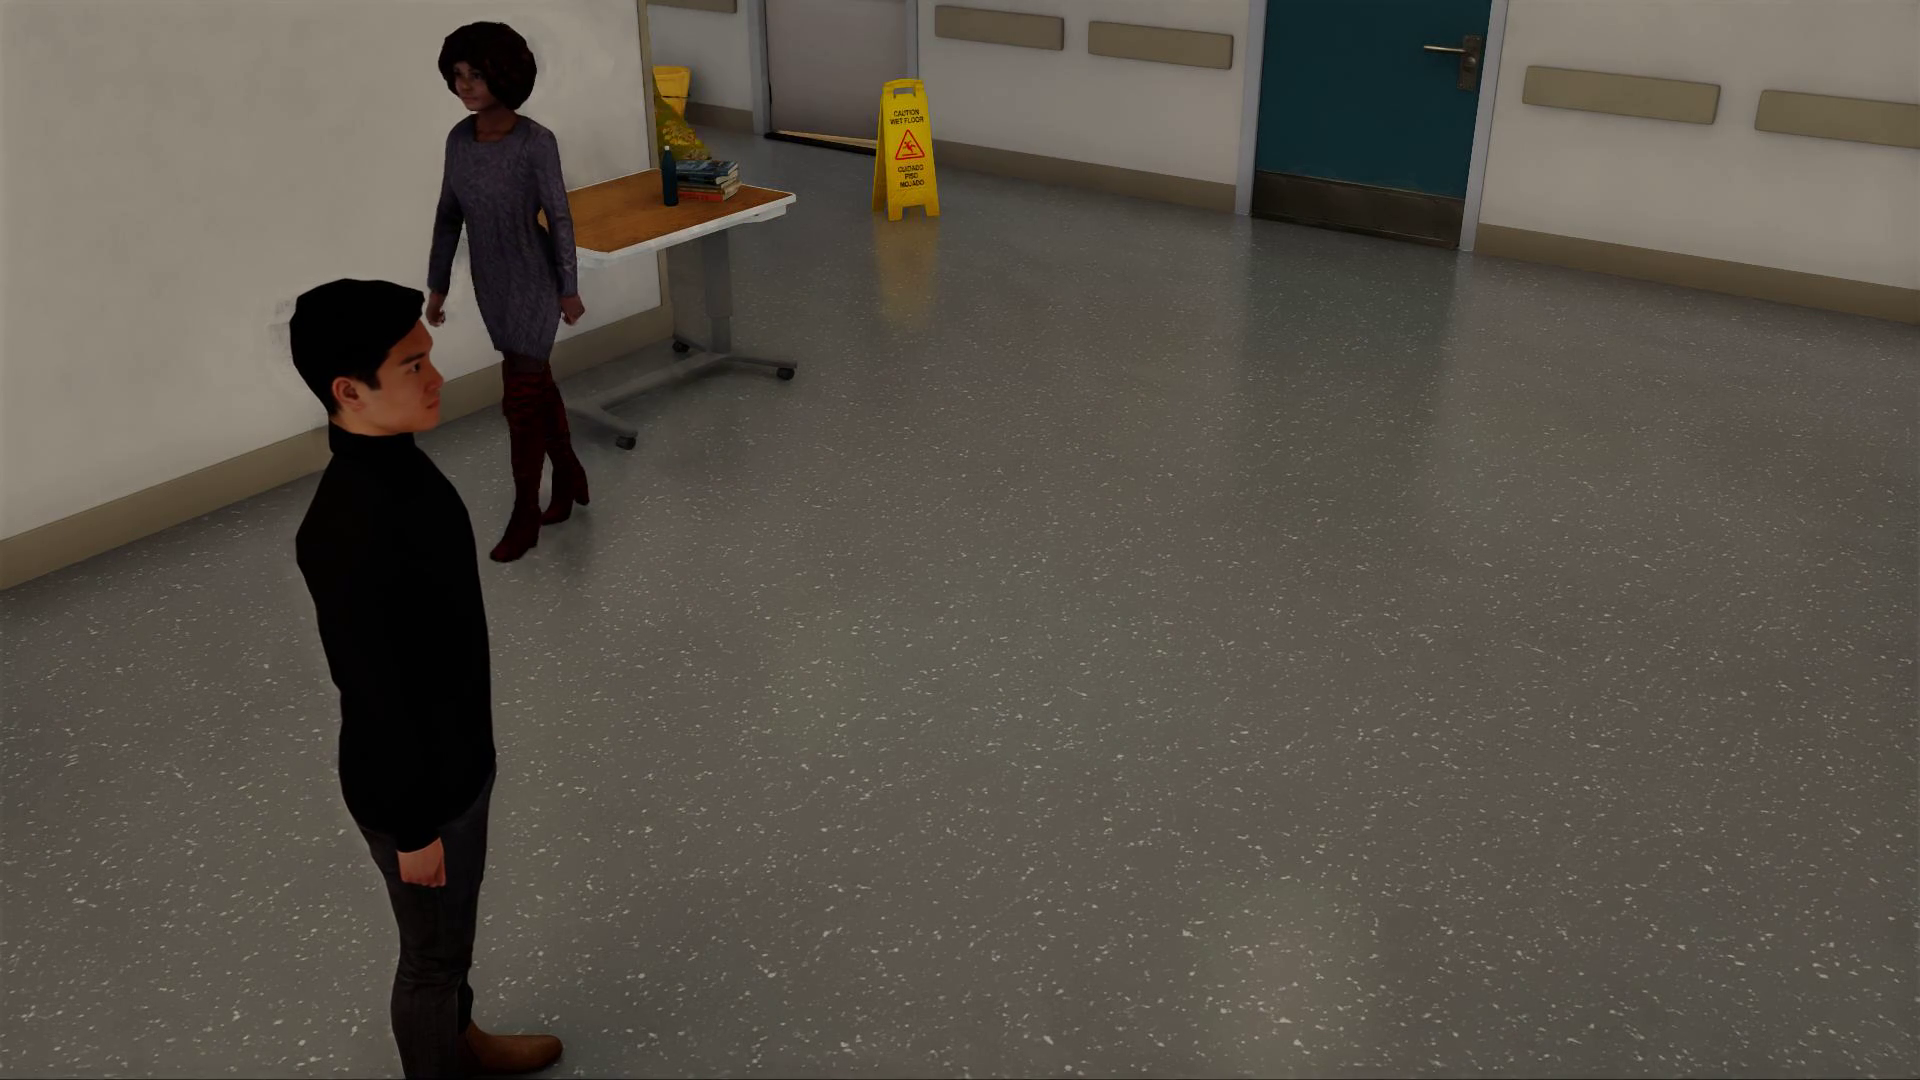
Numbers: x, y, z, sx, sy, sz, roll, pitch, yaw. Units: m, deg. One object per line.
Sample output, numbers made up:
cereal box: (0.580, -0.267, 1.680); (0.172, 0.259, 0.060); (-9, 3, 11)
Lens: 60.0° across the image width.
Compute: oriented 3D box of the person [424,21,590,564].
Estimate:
person: (-1.403, -0.834, 5.501); (0.782, 1.694, 0.704); (14, 29, 26)

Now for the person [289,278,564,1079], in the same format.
person: (-0.965, 0.365, 2.981); (0.762, 1.722, 0.708); (-4, 26, -8)
